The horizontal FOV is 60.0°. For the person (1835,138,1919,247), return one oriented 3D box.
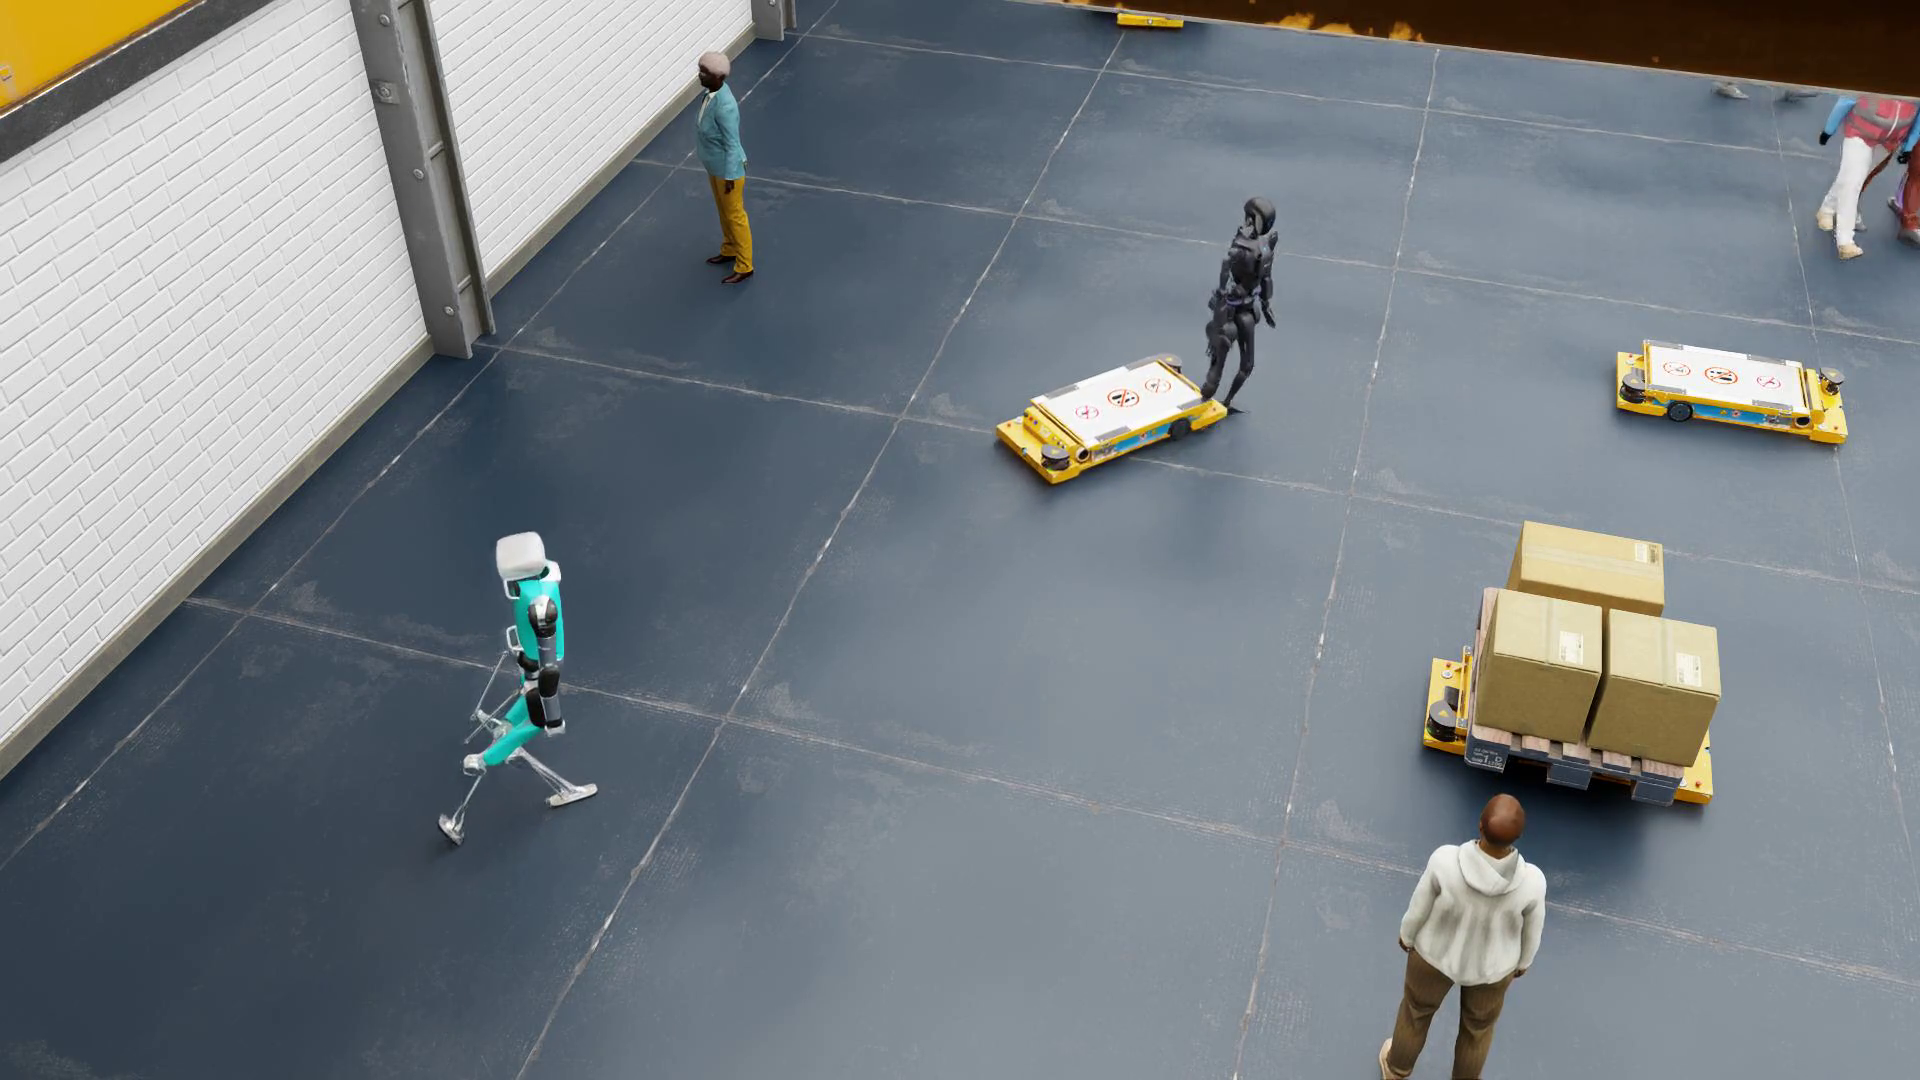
[{"bbox_3d":[7.286,-3.114,12.617,0.561,1.848,0.867,-12,40,-15],"label":"person"}]

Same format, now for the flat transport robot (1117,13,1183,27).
[{"bbox_3d":[1.977,-5.587,16.954,0.659,0.231,1.431,5,39,6],"label":"flat transport robot"}]

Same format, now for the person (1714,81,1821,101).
[{"bbox_3d":[7.321,-4.704,14.632,0.894,1.803,0.564,21,43,24],"label":"person"}]

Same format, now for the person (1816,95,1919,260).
[{"bbox_3d":[6.931,-3.029,12.573,0.676,1.766,0.974,0,39,0],"label":"person"}]

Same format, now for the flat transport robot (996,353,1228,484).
[{"bbox_3d":[1.016,-0.821,11.025,1.431,0.231,0.659,-21,43,-24],"label":"flat transport robot"}]

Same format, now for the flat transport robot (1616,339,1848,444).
[{"bbox_3d":[5.212,-1.013,11.264,1.431,0.231,0.659,11,40,13],"label":"flat transport robot"}]

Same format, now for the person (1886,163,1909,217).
[{"bbox_3d":[7.742,-3.366,12.935,0.568,1.842,0.379,10,40,13],"label":"person"}]

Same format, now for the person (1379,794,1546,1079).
[{"bbox_3d":[2.028,1.690,6.706,0.531,1.767,0.363,10,40,13],"label":"person"}]

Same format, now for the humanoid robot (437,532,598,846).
[{"bbox_3d":[-2.252,0.773,7.899,0.901,1.806,0.554,-13,40,-15],"label":"humanoid robot"}]

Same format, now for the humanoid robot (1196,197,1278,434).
[{"bbox_3d":[1.792,-1.457,10.697,0.334,1.645,0.601,32,48,33],"label":"humanoid robot"}]

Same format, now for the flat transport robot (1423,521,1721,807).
[{"bbox_3d":[3.216,0.963,8.806,1.431,0.231,0.659,11,40,13],"label":"flat transport robot"}]

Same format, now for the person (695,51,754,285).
[{"bbox_3d":[-1.755,-2.741,12.226,0.338,1.758,0.535,-16,41,-18],"label":"person"}]
